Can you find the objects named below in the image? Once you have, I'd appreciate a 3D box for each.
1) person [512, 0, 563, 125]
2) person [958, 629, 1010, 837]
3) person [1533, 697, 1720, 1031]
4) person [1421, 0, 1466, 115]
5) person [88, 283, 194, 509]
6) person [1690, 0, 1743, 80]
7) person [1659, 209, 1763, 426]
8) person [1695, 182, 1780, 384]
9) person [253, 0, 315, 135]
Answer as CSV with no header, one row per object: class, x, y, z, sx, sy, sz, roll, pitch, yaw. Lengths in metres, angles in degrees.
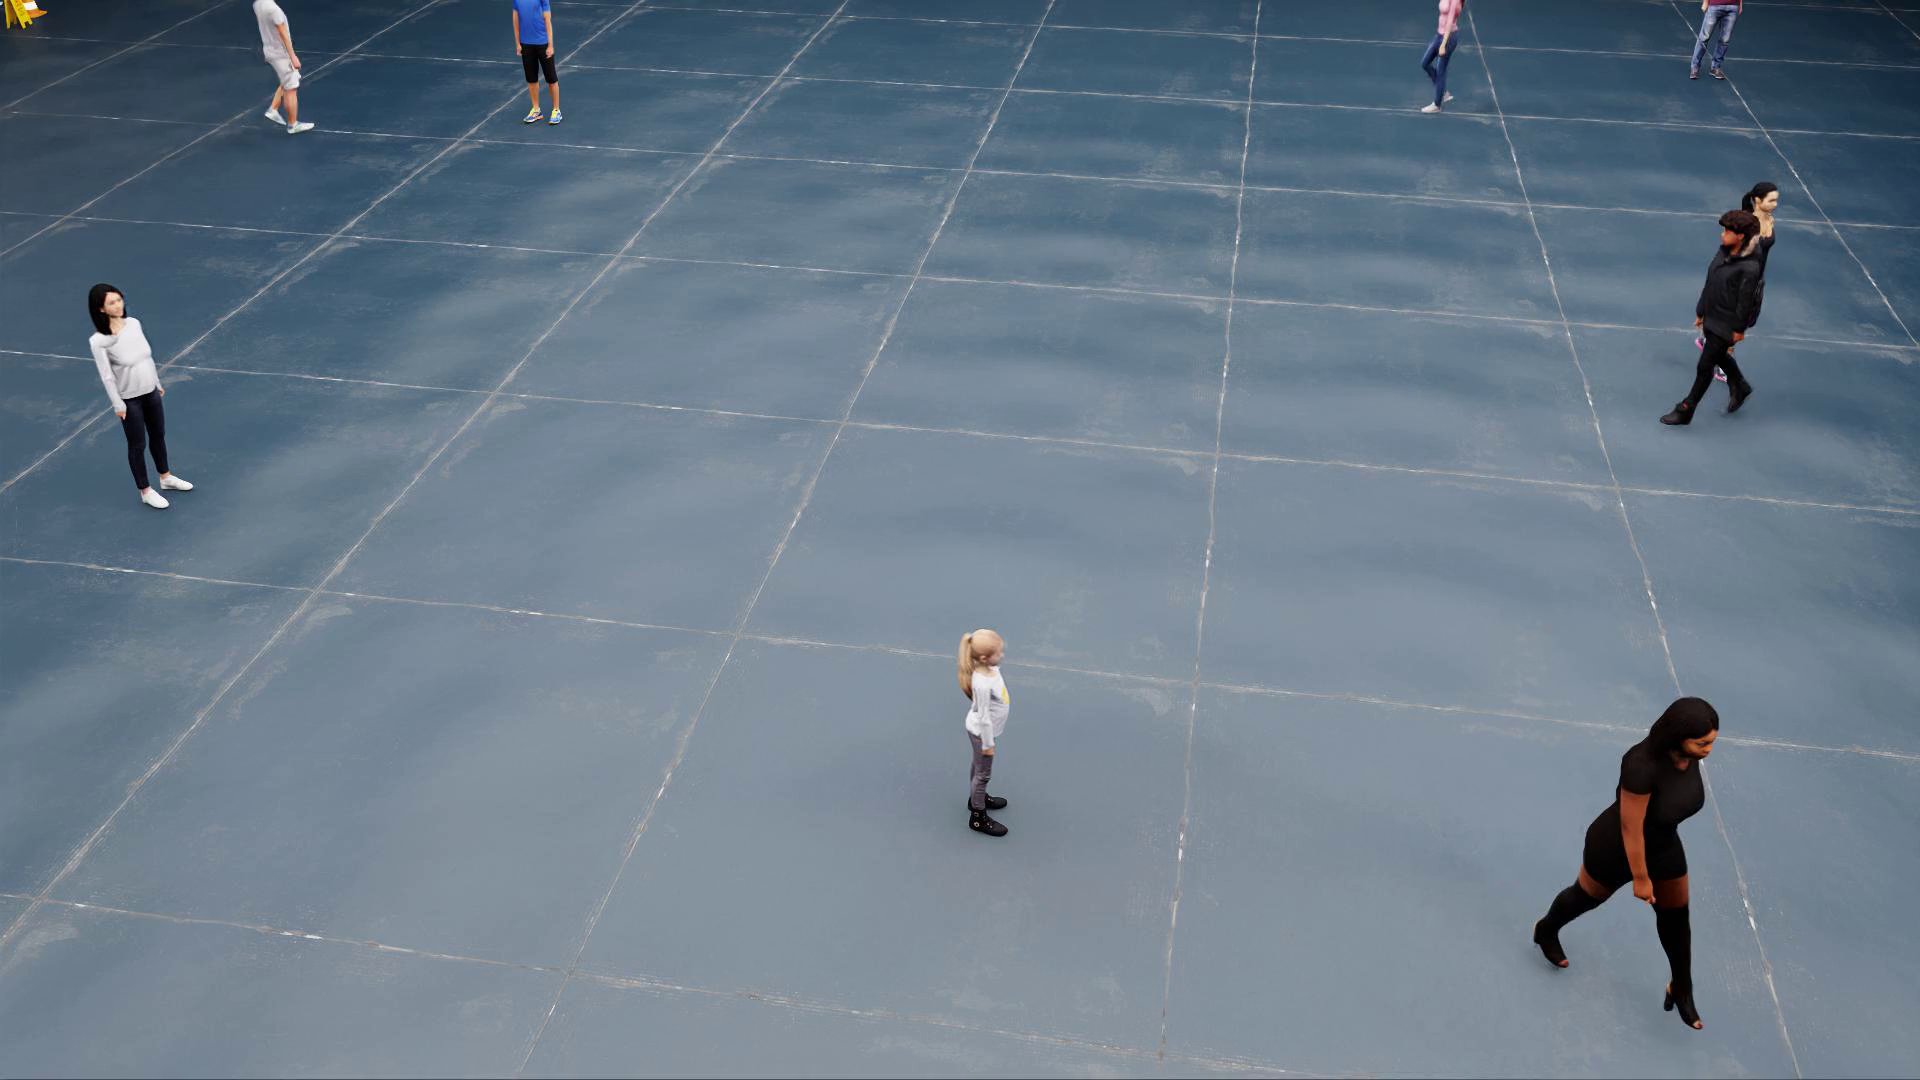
person,-4.944,-5.814,19.407,0.480,1.867,0.670,6,33,10
person,0.126,1.029,9.110,0.529,1.280,0.513,1,32,2
person,3.132,1.451,7.954,1.126,1.800,1.123,-17,36,-25
person,5.822,-5.918,19.693,0.703,1.738,0.669,-1,32,-1
person,-5.972,-1.060,12.027,0.579,1.701,0.630,8,33,13
person,9.610,-6.771,20.935,0.528,1.855,0.740,2,32,3
person,6.067,-1.738,13.063,1.210,1.741,0.932,-8,33,-12
person,6.389,-2.128,13.708,0.821,1.714,0.876,-23,39,-32
person,-7.854,-5.535,18.987,0.939,1.843,0.878,-23,39,-32
